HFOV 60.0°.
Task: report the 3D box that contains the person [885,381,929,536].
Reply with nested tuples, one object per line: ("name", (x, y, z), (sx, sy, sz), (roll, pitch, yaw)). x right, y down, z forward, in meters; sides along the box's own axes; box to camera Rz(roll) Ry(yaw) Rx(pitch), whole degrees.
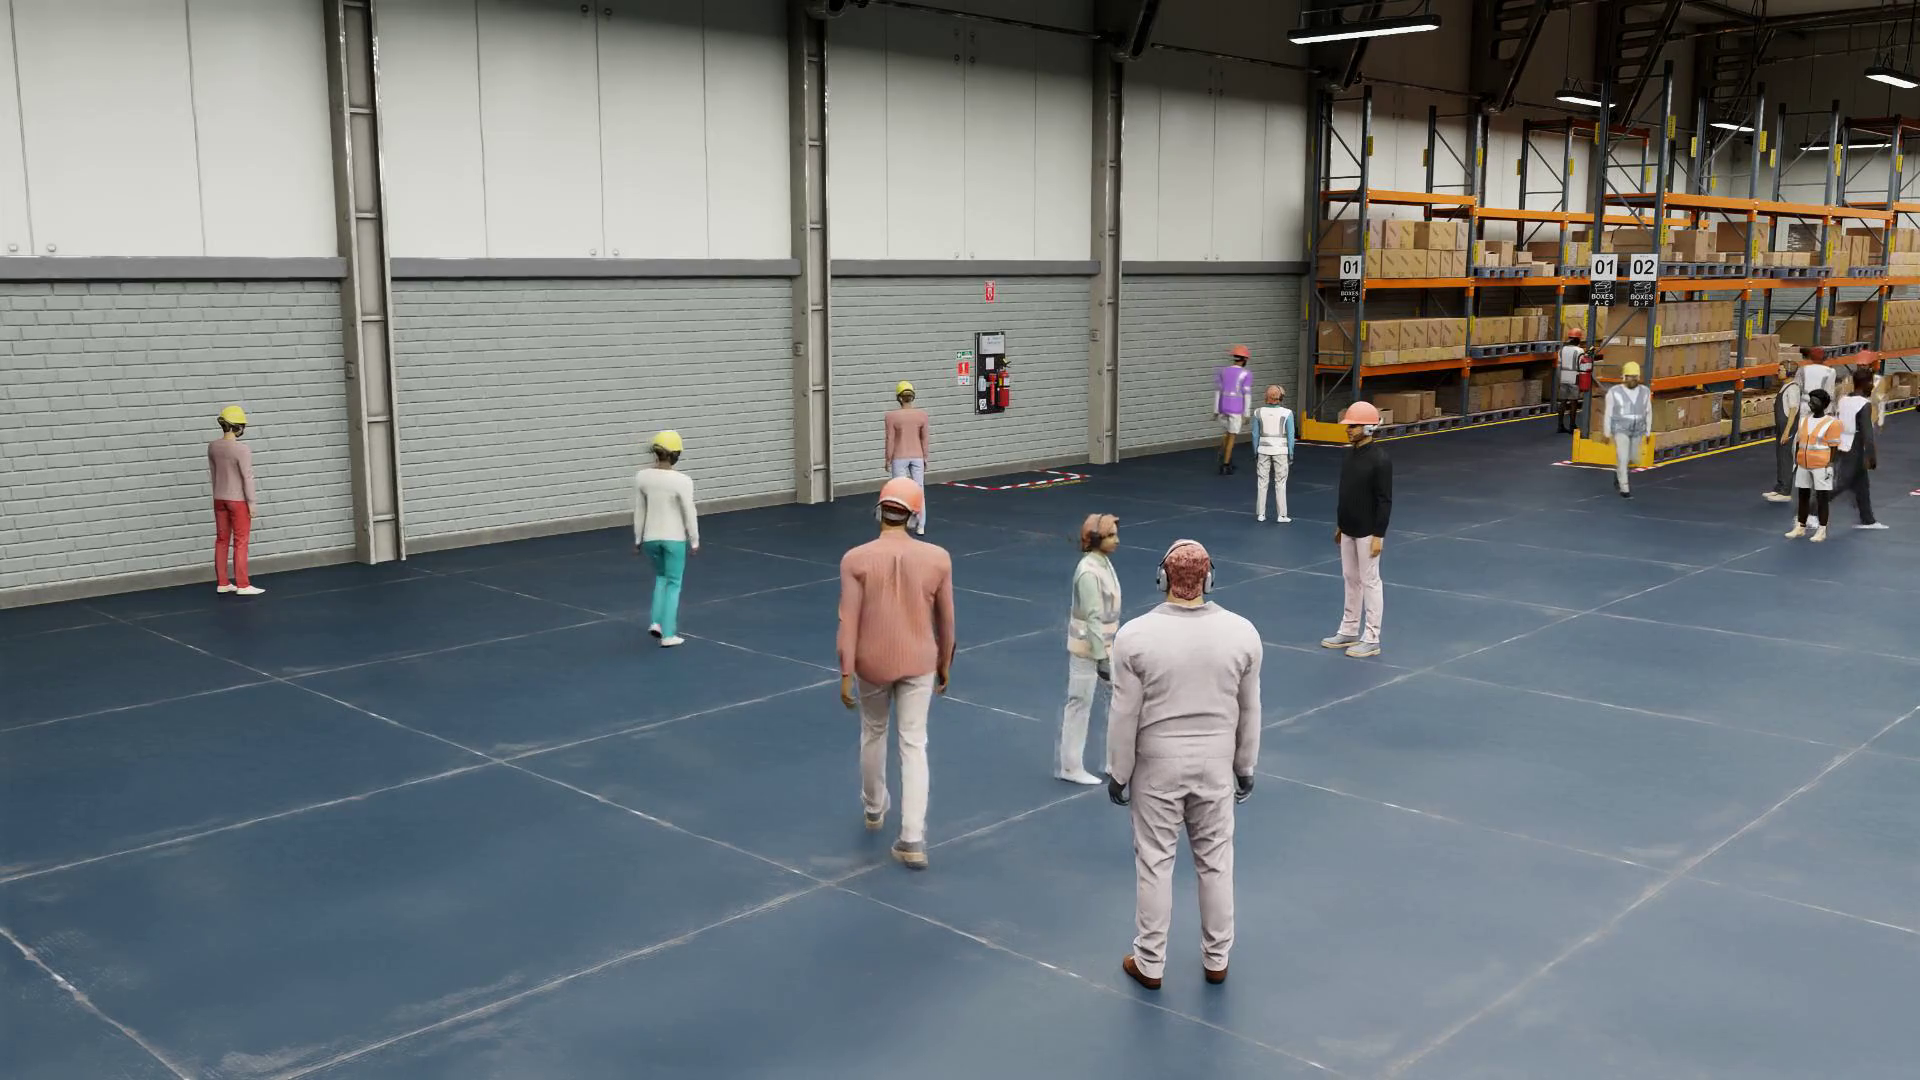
("person", (-0.602, -0.906, 18.733), (0.522, 1.762, 0.320), (-4, 10, -21))

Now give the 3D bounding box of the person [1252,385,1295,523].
("person", (3.720, -1.014, 19.755), (0.512, 1.641, 0.309), (5, 10, 27))

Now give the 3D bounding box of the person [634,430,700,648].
("person", (-2.330, -0.012, 13.314), (0.548, 1.745, 0.426), (4, 10, 22))

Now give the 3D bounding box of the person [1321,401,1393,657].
("person", (3.128, -0.088, 13.028), (0.381, 1.996, 0.608), (-3, 10, -19))

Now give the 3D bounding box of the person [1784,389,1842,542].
("person", (9.470, -0.826, 18.438), (0.317, 1.696, 0.537), (-4, 10, -25))

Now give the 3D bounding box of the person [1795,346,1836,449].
("person", (12.906, -2.014, 25.198), (0.583, 1.857, 0.839), (7, 12, 38))

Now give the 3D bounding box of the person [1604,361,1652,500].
("person", (8.784, -1.458, 21.926), (0.602, 1.816, 0.696), (0, 9, -2))

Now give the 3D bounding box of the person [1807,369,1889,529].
("person", (10.282, -1.041, 19.233), (0.995, 1.882, 0.599), (1, 9, 7))

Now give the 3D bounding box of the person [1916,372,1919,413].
("person", (15.602, -2.242, 26.503), (0.612, 1.888, 0.967), (7, 12, 36))

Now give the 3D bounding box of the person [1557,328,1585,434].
("person", (11.158, -2.895, 30.319), (0.377, 1.932, 0.552), (-6, 11, -32))

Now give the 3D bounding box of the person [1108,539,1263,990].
("person", (0.934, 0.943, 7.011), (0.651, 1.907, 0.409), (-1, 9, -8))

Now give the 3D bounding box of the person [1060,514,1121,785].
("person", (0.862, 0.652, 9.644), (0.632, 1.613, 0.534), (3, 10, 19))

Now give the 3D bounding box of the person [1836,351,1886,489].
("person", (12.397, -1.663, 22.944), (0.567, 1.882, 1.011), (8, 13, 42))

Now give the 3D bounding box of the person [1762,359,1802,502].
("person", (10.698, -1.417, 21.590), (0.345, 1.846, 0.506), (3, 10, 15))

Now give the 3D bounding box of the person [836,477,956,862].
("person", (-0.337, 0.648, 8.696), (0.645, 1.931, 1.001), (-1, 9, -8))

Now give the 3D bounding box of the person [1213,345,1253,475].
("person", (4.039, -1.901, 24.415), (0.572, 1.888, 0.715), (9, 13, 43))

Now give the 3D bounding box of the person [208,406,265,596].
("person", (-6.708, -0.360, 15.411), (0.521, 1.761, 0.335), (4, 10, 25))
